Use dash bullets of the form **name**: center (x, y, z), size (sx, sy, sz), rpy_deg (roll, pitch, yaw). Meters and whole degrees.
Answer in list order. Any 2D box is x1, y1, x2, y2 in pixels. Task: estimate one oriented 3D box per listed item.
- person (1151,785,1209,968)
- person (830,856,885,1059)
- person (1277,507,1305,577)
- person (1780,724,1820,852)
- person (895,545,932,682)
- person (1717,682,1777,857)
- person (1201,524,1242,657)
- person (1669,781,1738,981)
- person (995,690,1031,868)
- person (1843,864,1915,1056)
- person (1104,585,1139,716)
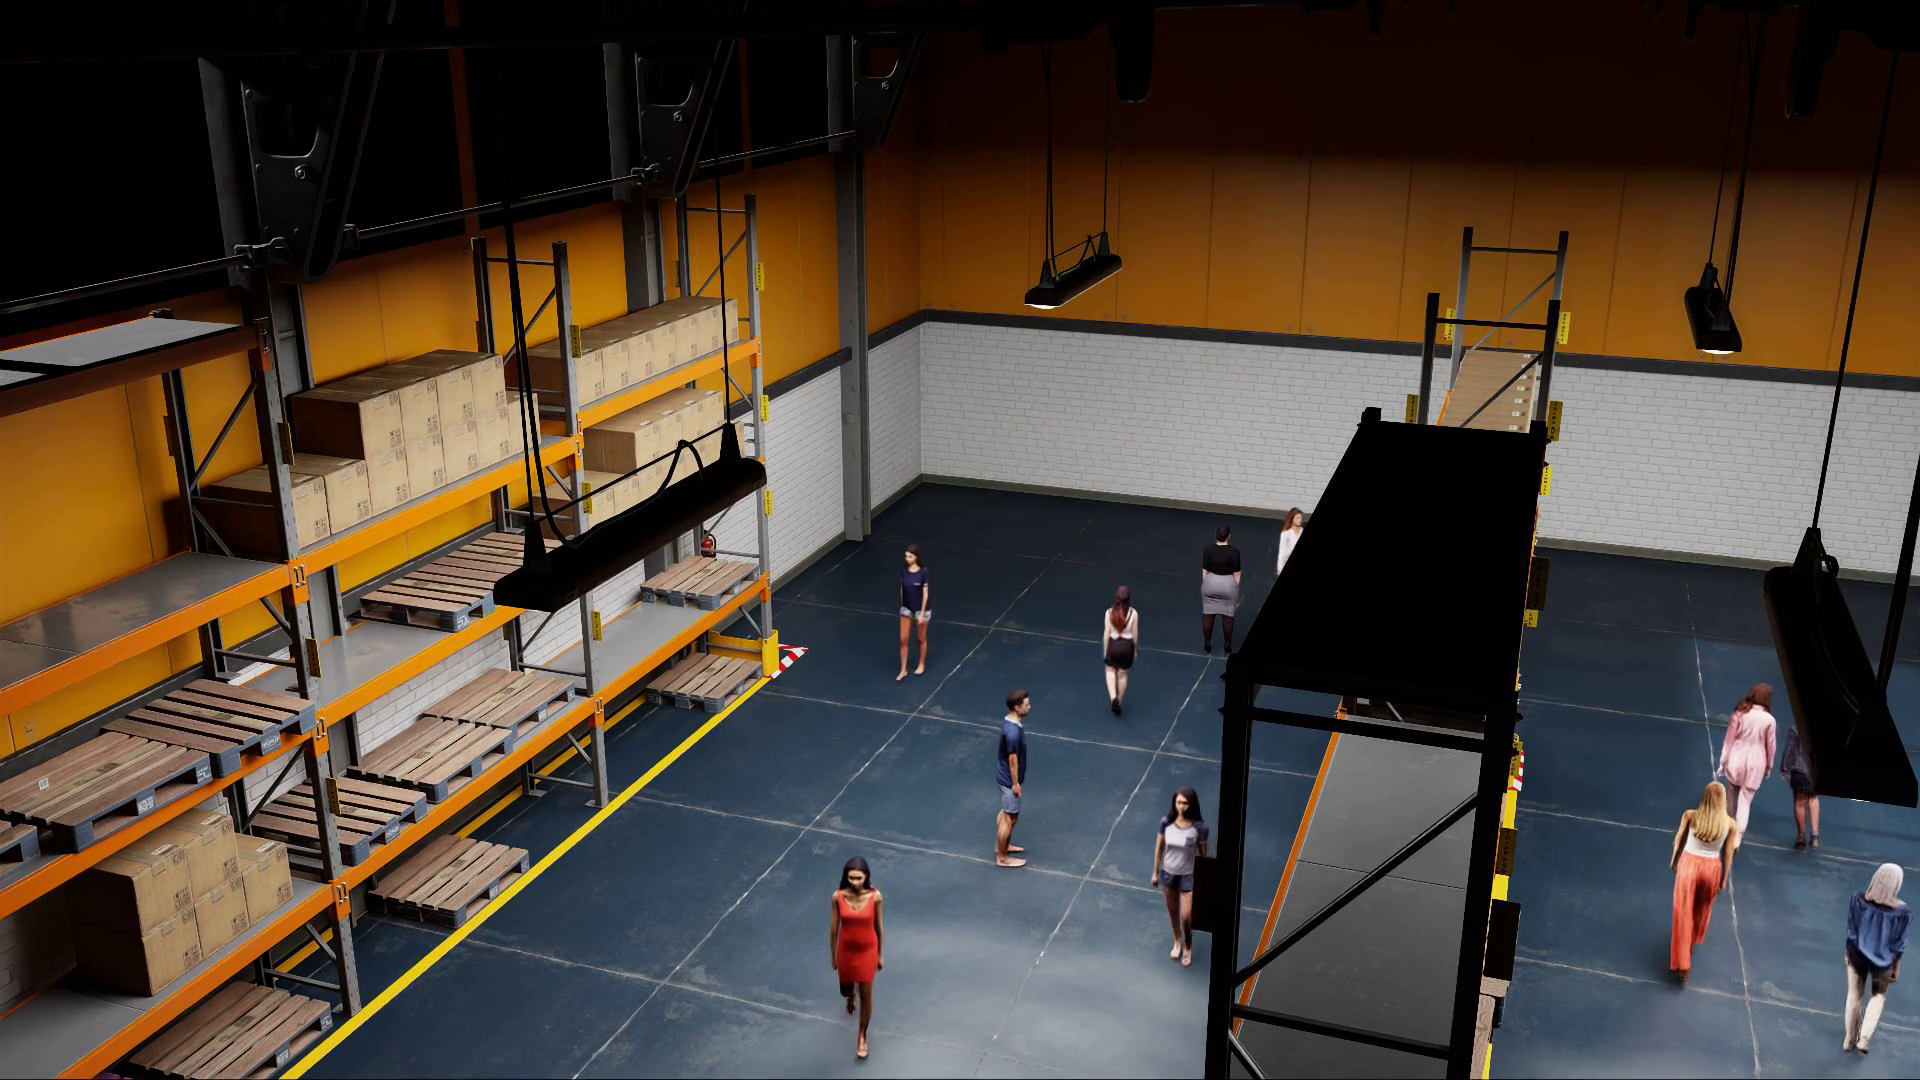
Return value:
- **person**: center (1.986, 2.936, 14.837), size (0.616, 1.693, 0.629), rpy_deg (8, 20, 23)
- **person**: center (-0.835, 3.340, 13.620), size (0.802, 1.706, 0.997), rpy_deg (-1, 19, -3)
- **person**: center (4.400, 0.391, 22.351), size (1.077, 1.721, 1.082), rpy_deg (-11, 22, -30)
- **person**: center (8.459, 2.367, 16.556), size (0.747, 1.675, 0.732), rpy_deg (4, 19, 11)
- **person**: center (-0.511, 0.871, 20.895), size (0.575, 1.741, 0.811), rpy_deg (7, 20, 20)
- **person**: center (7.821, 2.319, 16.564), size (0.723, 1.761, 1.127), rpy_deg (9, 21, 24)
- **person**: center (3.375, 0.637, 21.559), size (0.654, 1.760, 0.595), rpy_deg (6, 20, 18)
- **person**: center (6.447, 2.998, 14.562), size (0.686, 1.752, 1.262), rpy_deg (8, 20, 23)
- **person**: center (0.495, 2.331, 16.406), size (0.742, 1.840, 0.612), rpy_deg (0, 19, 0)
- **person**: center (7.303, 3.431, 13.394), size (0.721, 1.677, 0.833), rpy_deg (13, 22, 33)
- **person**: center (1.902, 1.347, 19.642), size (0.671, 1.638, 0.767), rpy_deg (0, 19, 1)
